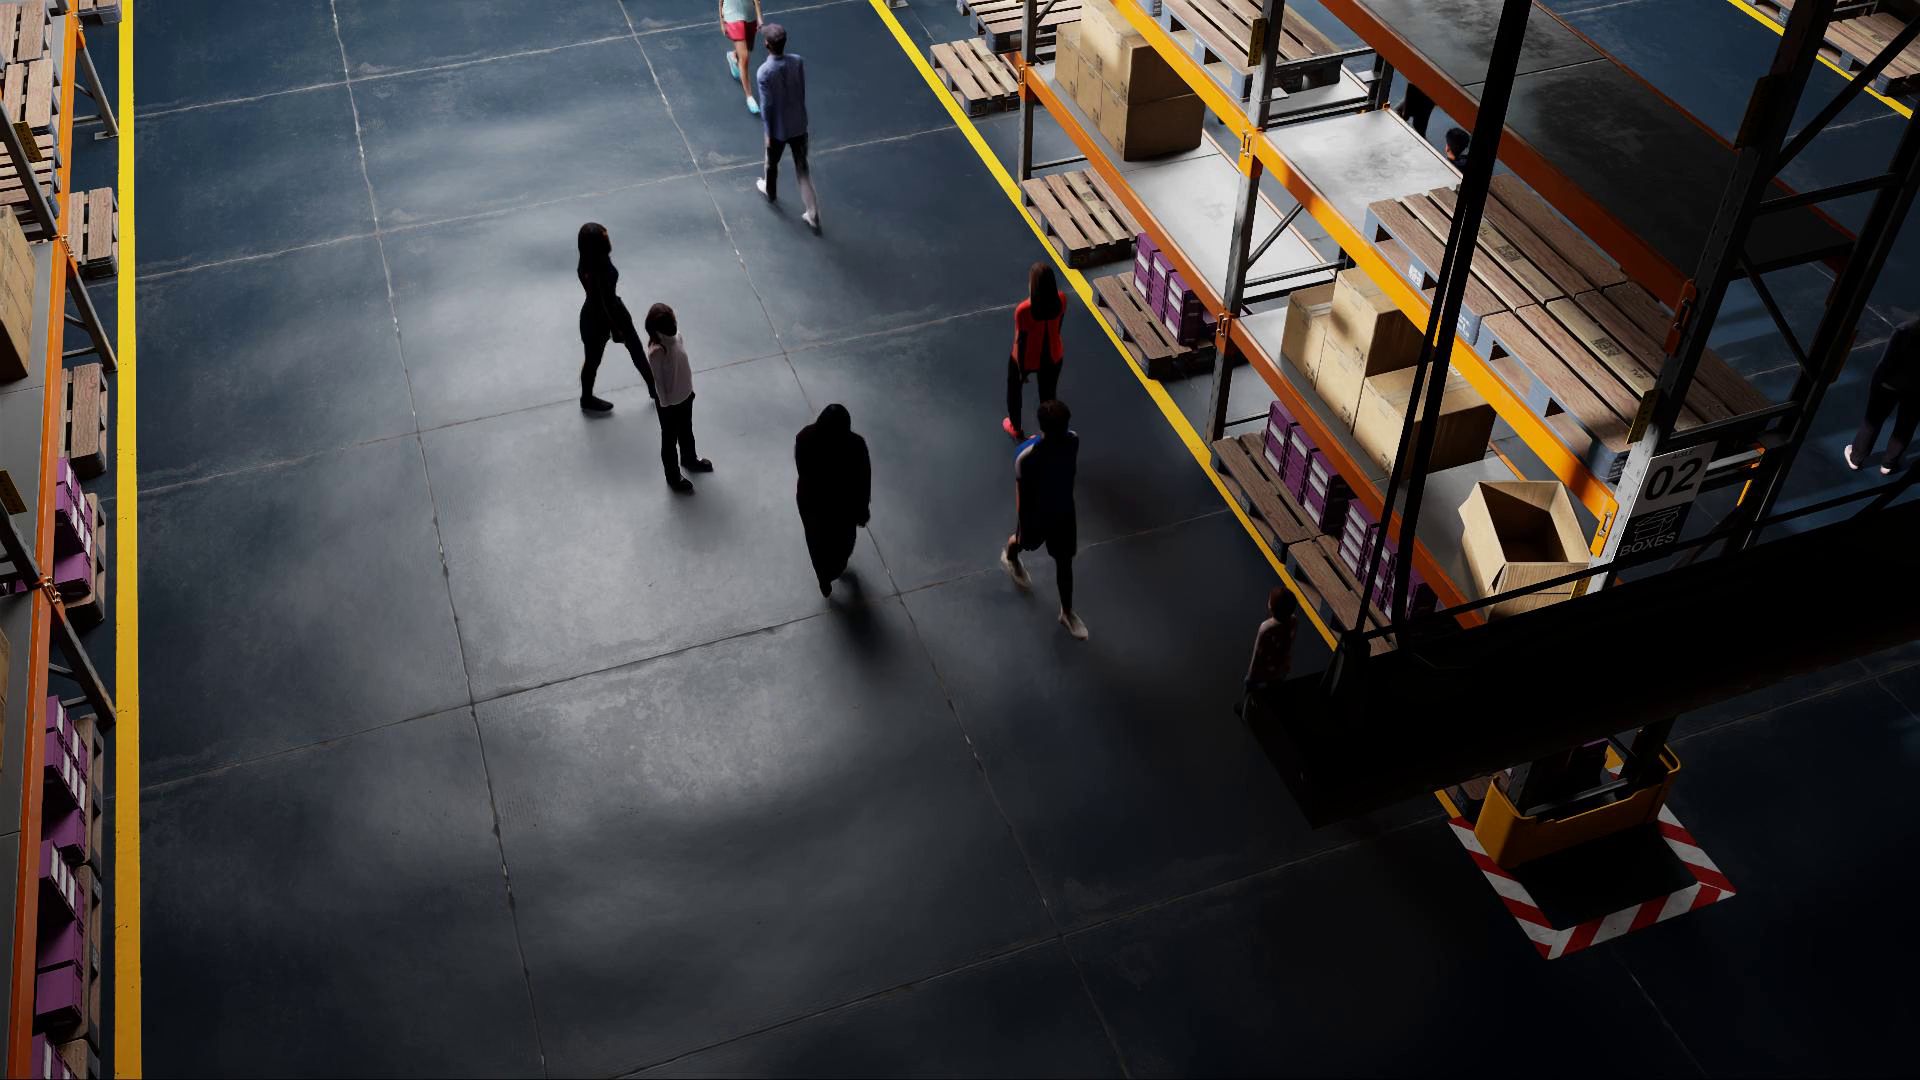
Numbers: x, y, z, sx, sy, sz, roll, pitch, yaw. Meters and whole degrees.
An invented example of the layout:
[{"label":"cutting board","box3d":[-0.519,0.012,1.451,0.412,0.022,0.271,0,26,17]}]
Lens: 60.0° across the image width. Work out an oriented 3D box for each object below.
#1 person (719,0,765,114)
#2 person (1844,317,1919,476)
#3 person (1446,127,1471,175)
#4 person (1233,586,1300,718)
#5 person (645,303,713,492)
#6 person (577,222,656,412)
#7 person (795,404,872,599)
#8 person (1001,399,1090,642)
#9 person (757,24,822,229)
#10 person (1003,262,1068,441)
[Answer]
[{"label":"person","box3d":[-2.180,-5.144,16.366,0.661,1.732,1.176,-19,47,-19]},{"label":"person","box3d":[6.996,-1.162,12.278,0.803,1.604,0.857,16,46,16]},{"label":"person","box3d":[4.249,-2.972,14.473,0.575,1.197,0.765,-20,47,-20]},{"label":"person","box3d":[1.996,0.807,10.517,0.513,1.183,0.531,-19,47,-19]},{"label":"person","box3d":[-2.112,-1.081,12.229,0.684,1.555,0.626,19,47,19]},{"label":"person","box3d":[-2.826,-1.677,12.747,0.961,1.704,1.063,2,44,3]},{"label":"person","box3d":[-0.885,-0.348,11.348,0.823,1.709,0.883,8,44,8]},{"label":"person","box3d":[0.519,-0.245,11.157,0.847,1.823,1.284,-24,49,-23]},{"label":"person","box3d":[-1.488,-3.604,14.674,0.806,1.836,1.220,-23,48,-23]},{"label":"person","box3d":[0.621,-1.292,12.364,0.600,1.674,0.732,-15,46,-16]}]
